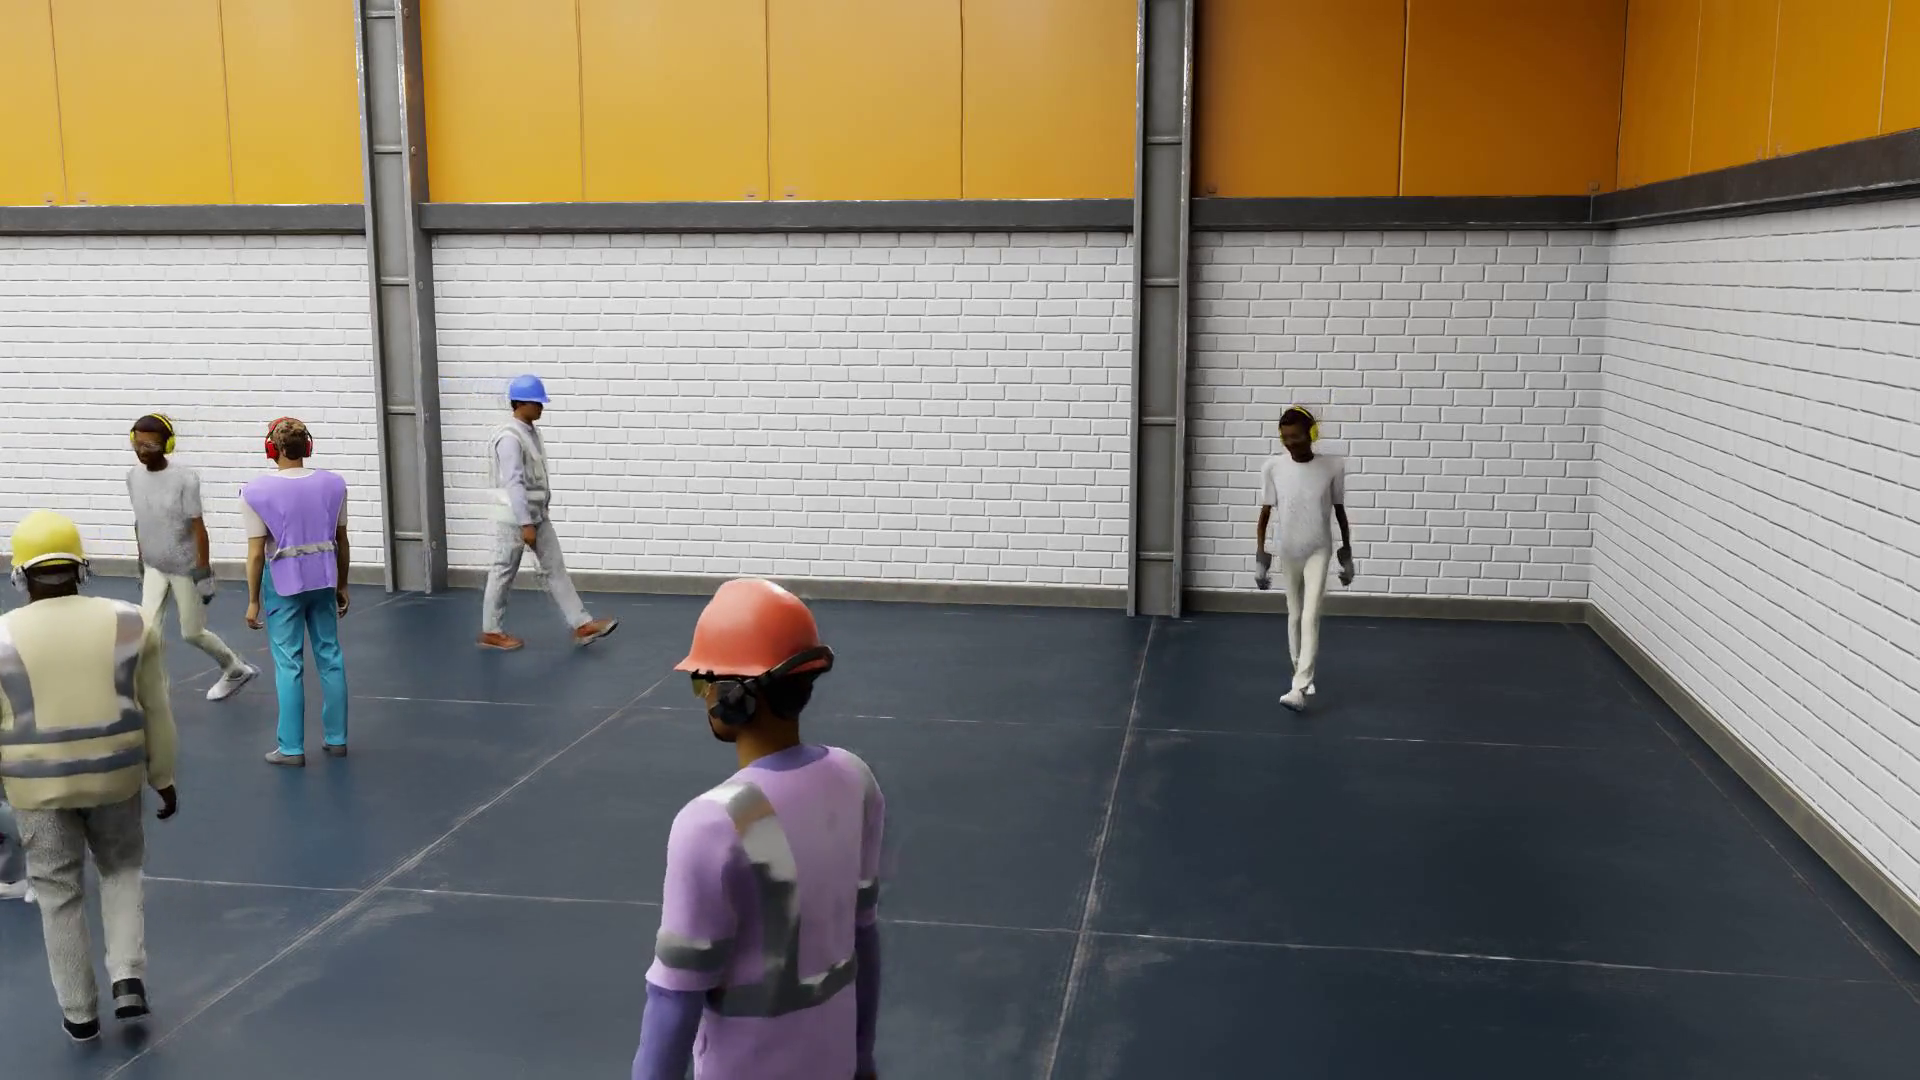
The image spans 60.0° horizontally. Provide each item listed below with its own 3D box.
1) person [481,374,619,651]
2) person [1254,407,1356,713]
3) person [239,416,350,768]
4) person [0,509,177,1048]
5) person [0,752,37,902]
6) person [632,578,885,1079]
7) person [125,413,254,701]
[{"bbox_3d":[-2.866,-0.166,11.303,0.982,1.895,0.651,1,9,7],"label":"person"},{"bbox_3d":[2.054,0.113,9.903,0.593,1.791,0.982,3,10,17],"label":"person"},{"bbox_3d":[-3.468,0.276,8.746,0.390,1.846,0.565,8,12,41],"label":"person"},{"bbox_3d":[-2.967,0.803,5.562,0.620,1.819,0.420,-7,11,-35],"label":"person"},{"bbox_3d":[-3.960,0.711,6.775,0.447,1.607,0.526,-4,10,-25],"label":"person"},{"bbox_3d":[-0.341,1.075,3.368,1.015,2.006,0.626,4,10,23],"label":"person"},{"bbox_3d":[-4.515,0.156,9.622,0.571,1.817,0.861,2,9,11],"label":"person"}]
